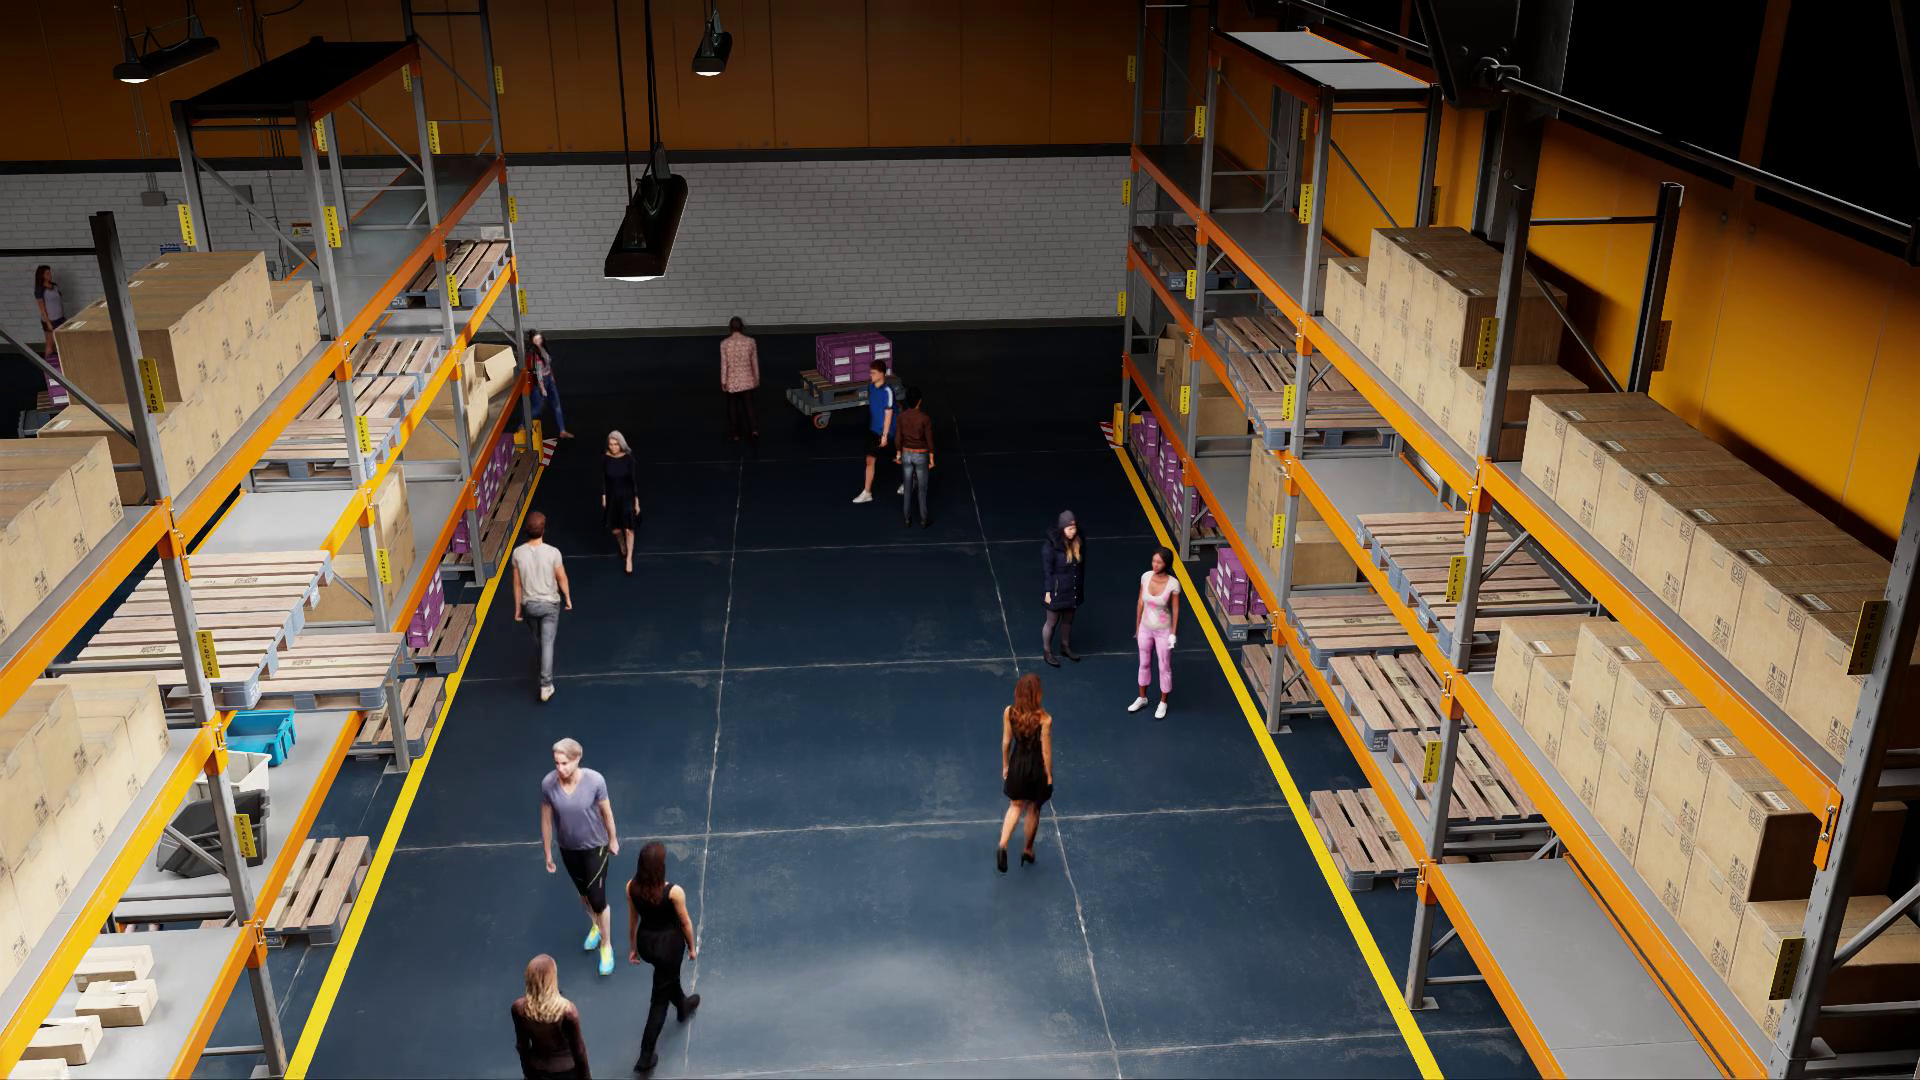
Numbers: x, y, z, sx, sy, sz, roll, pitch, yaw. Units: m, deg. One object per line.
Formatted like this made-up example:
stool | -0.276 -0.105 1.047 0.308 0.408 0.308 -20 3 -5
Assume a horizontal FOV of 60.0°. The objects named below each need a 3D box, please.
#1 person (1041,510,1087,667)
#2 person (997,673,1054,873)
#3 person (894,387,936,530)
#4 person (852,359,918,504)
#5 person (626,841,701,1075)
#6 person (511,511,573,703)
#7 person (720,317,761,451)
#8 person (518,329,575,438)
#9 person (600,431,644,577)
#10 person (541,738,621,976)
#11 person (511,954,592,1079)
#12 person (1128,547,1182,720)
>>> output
person | 1.030 0.472 16.842 0.775 1.674 0.798 -15 28 -30
person | 0.506 1.928 13.325 0.838 1.821 0.980 11 26 24
person | -0.543 -0.993 20.057 0.711 1.782 0.655 6 24 14
person | -0.872 -1.380 20.883 1.209 1.829 1.230 21 31 39
person | -2.076 2.871 11.387 0.923 1.648 1.221 8 25 17
person | -4.077 0.684 16.136 0.670 1.850 1.122 -2 24 -5
person | -2.974 -2.121 22.632 0.861 1.787 1.149 -7 25 -16
person | -5.830 -2.128 22.904 0.891 1.581 1.048 5 24 11
person | -3.831 -0.454 18.882 0.595 1.735 0.763 -2 24 -3
person | -2.808 2.260 12.519 0.775 1.860 0.924 2 24 5
person | -2.527 3.353 10.232 0.779 1.688 0.912 6 24 14
person | 1.881 0.867 15.856 0.656 1.740 0.693 15 28 30
